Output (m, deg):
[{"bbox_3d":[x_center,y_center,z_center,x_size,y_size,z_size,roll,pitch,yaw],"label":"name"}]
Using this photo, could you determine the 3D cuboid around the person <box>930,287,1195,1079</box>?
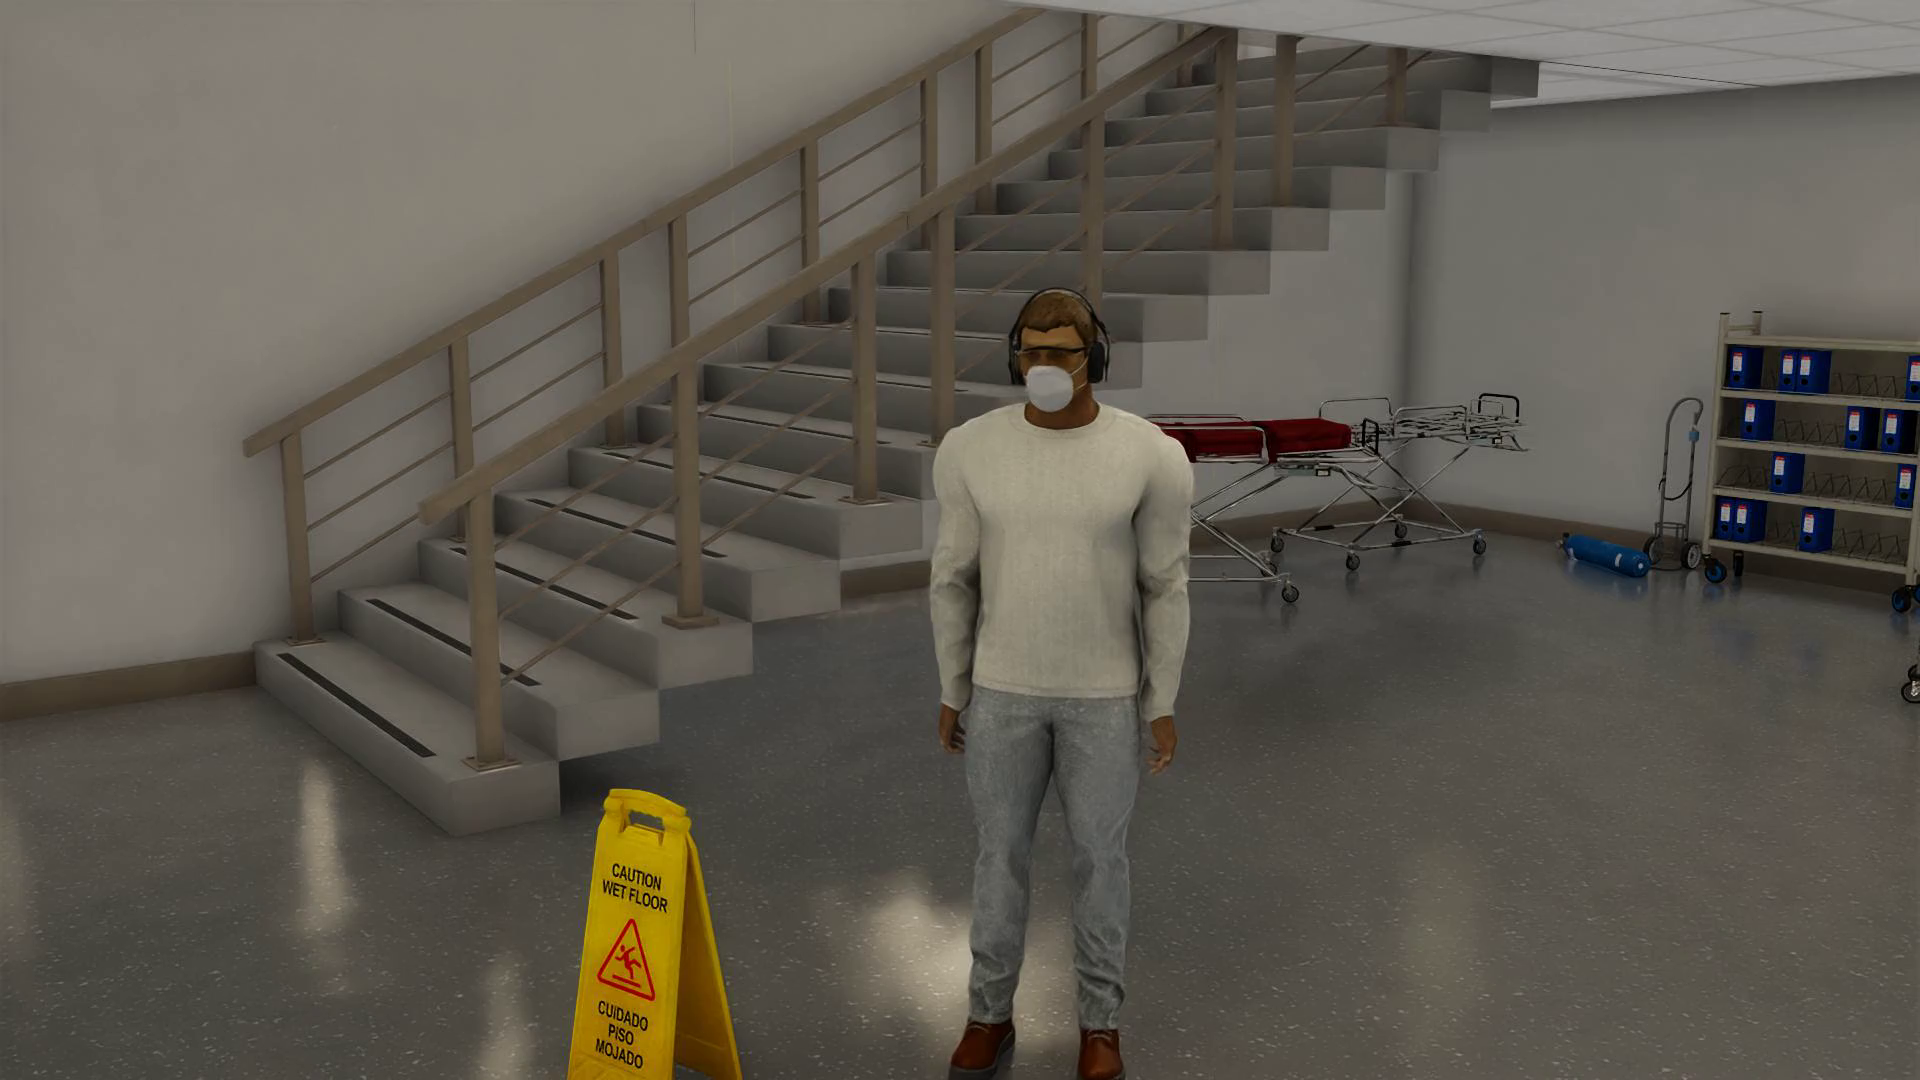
[{"bbox_3d":[0.236,0.370,4.008,0.628,1.939,0.375,2,10,12],"label":"person"}]
